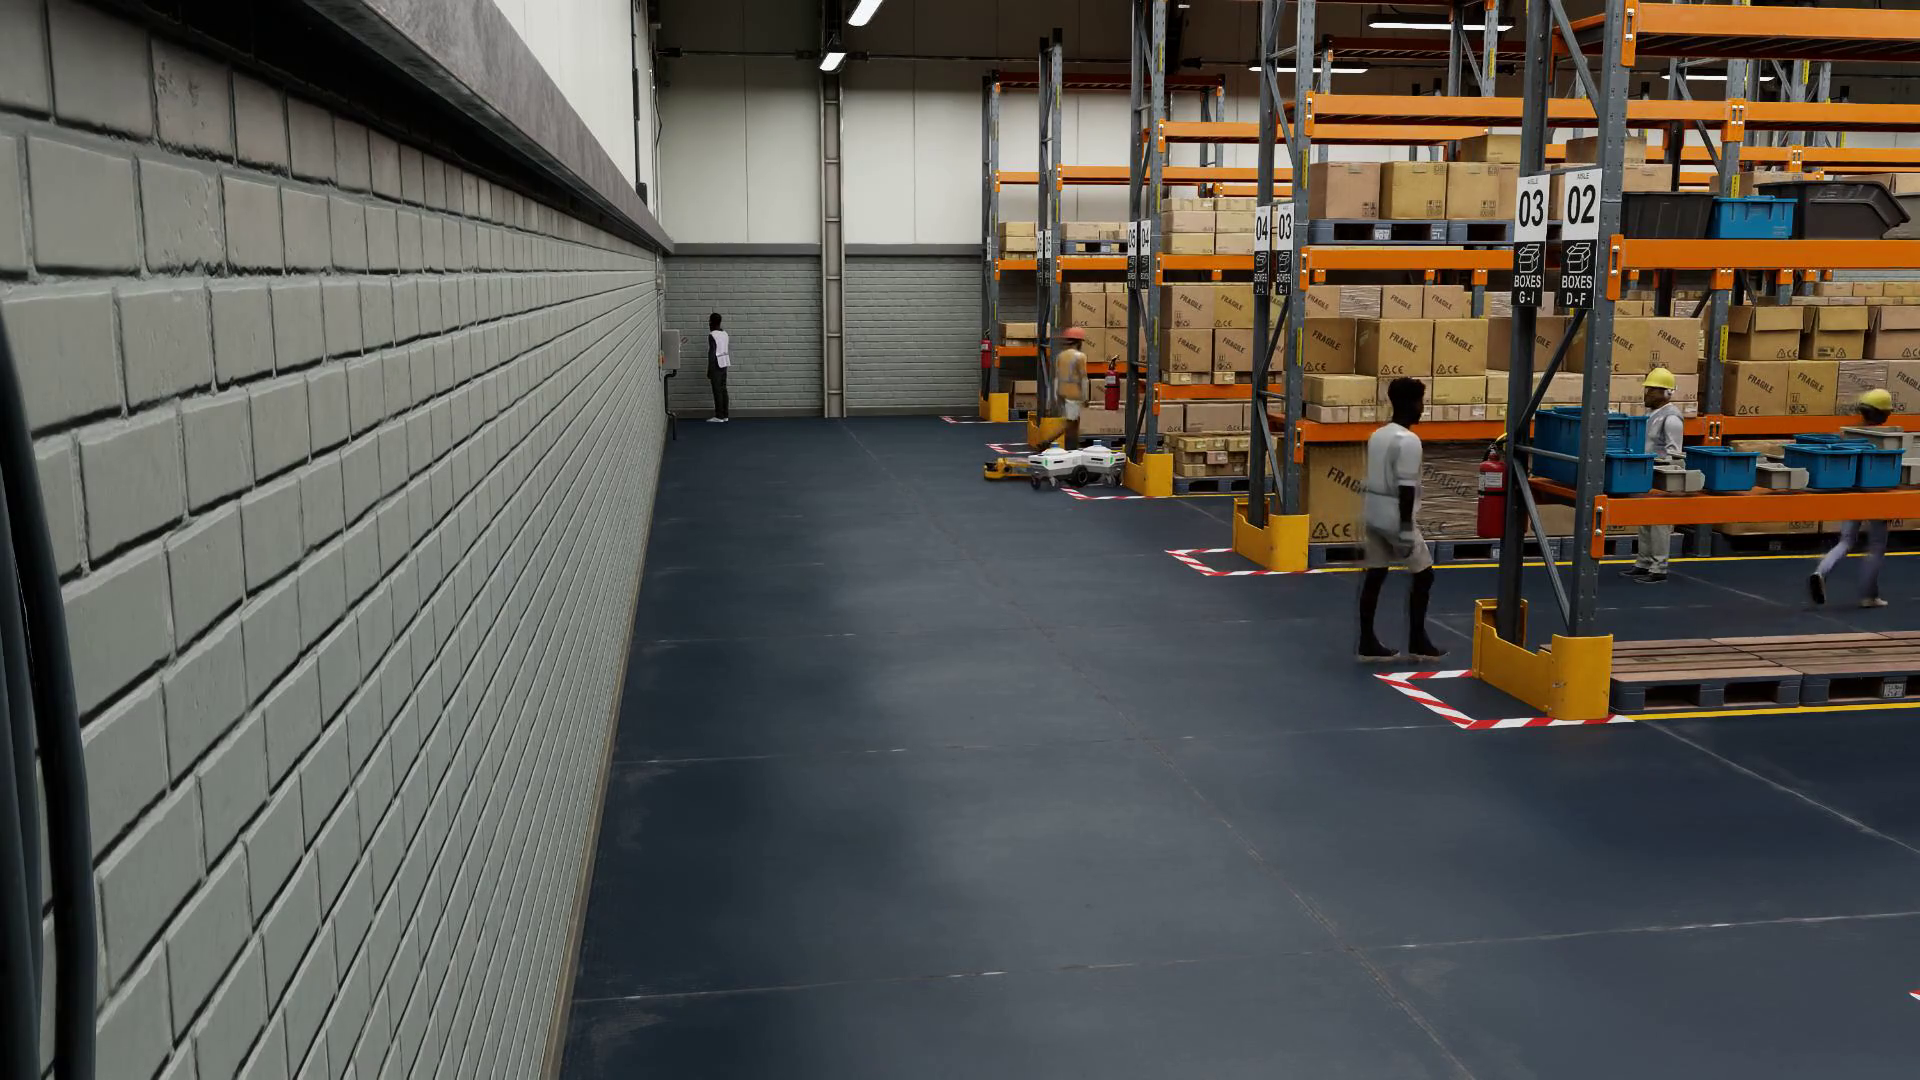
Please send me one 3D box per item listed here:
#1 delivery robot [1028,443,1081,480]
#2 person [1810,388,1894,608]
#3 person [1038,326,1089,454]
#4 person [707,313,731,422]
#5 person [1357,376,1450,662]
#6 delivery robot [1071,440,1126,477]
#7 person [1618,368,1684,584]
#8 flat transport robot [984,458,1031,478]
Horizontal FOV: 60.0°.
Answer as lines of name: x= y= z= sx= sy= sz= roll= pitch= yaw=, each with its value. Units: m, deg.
delivery robot: x=1.153 y=-0.944 z=20.250 sx=0.477 sy=0.478 sz=0.707 roll=9 pitch=13 yaw=43
person: x=7.021 y=-0.311 z=12.977 sx=0.678 sy=1.748 sz=0.528 roll=-5 pitch=10 yaw=-27
person: x=1.464 y=-2.014 z=23.065 sx=0.903 sy=1.894 sz=0.526 roll=-5 pitch=10 yaw=-29
person: x=-4.237 y=-3.022 z=29.212 sx=0.389 sy=1.910 sz=0.592 roll=3 pitch=10 yaw=17
person: x=3.045 y=-0.130 z=11.233 sx=0.759 sy=1.939 sz=0.643 roll=-2 pitch=9 yaw=-13
delivery robot: x=1.695 y=-0.989 z=20.528 sx=0.707 sy=0.478 sz=0.477 roll=8 pitch=12 yaw=40
person: x=5.879 y=-0.543 z=14.124 sx=0.404 sy=1.834 sz=0.600 roll=0 pitch=9 yaw=0
flat transport robot: x=1.031 y=-0.927 z=21.291 sx=1.431 sy=0.197 sz=0.652 roll=1 pitch=9 yaw=0
